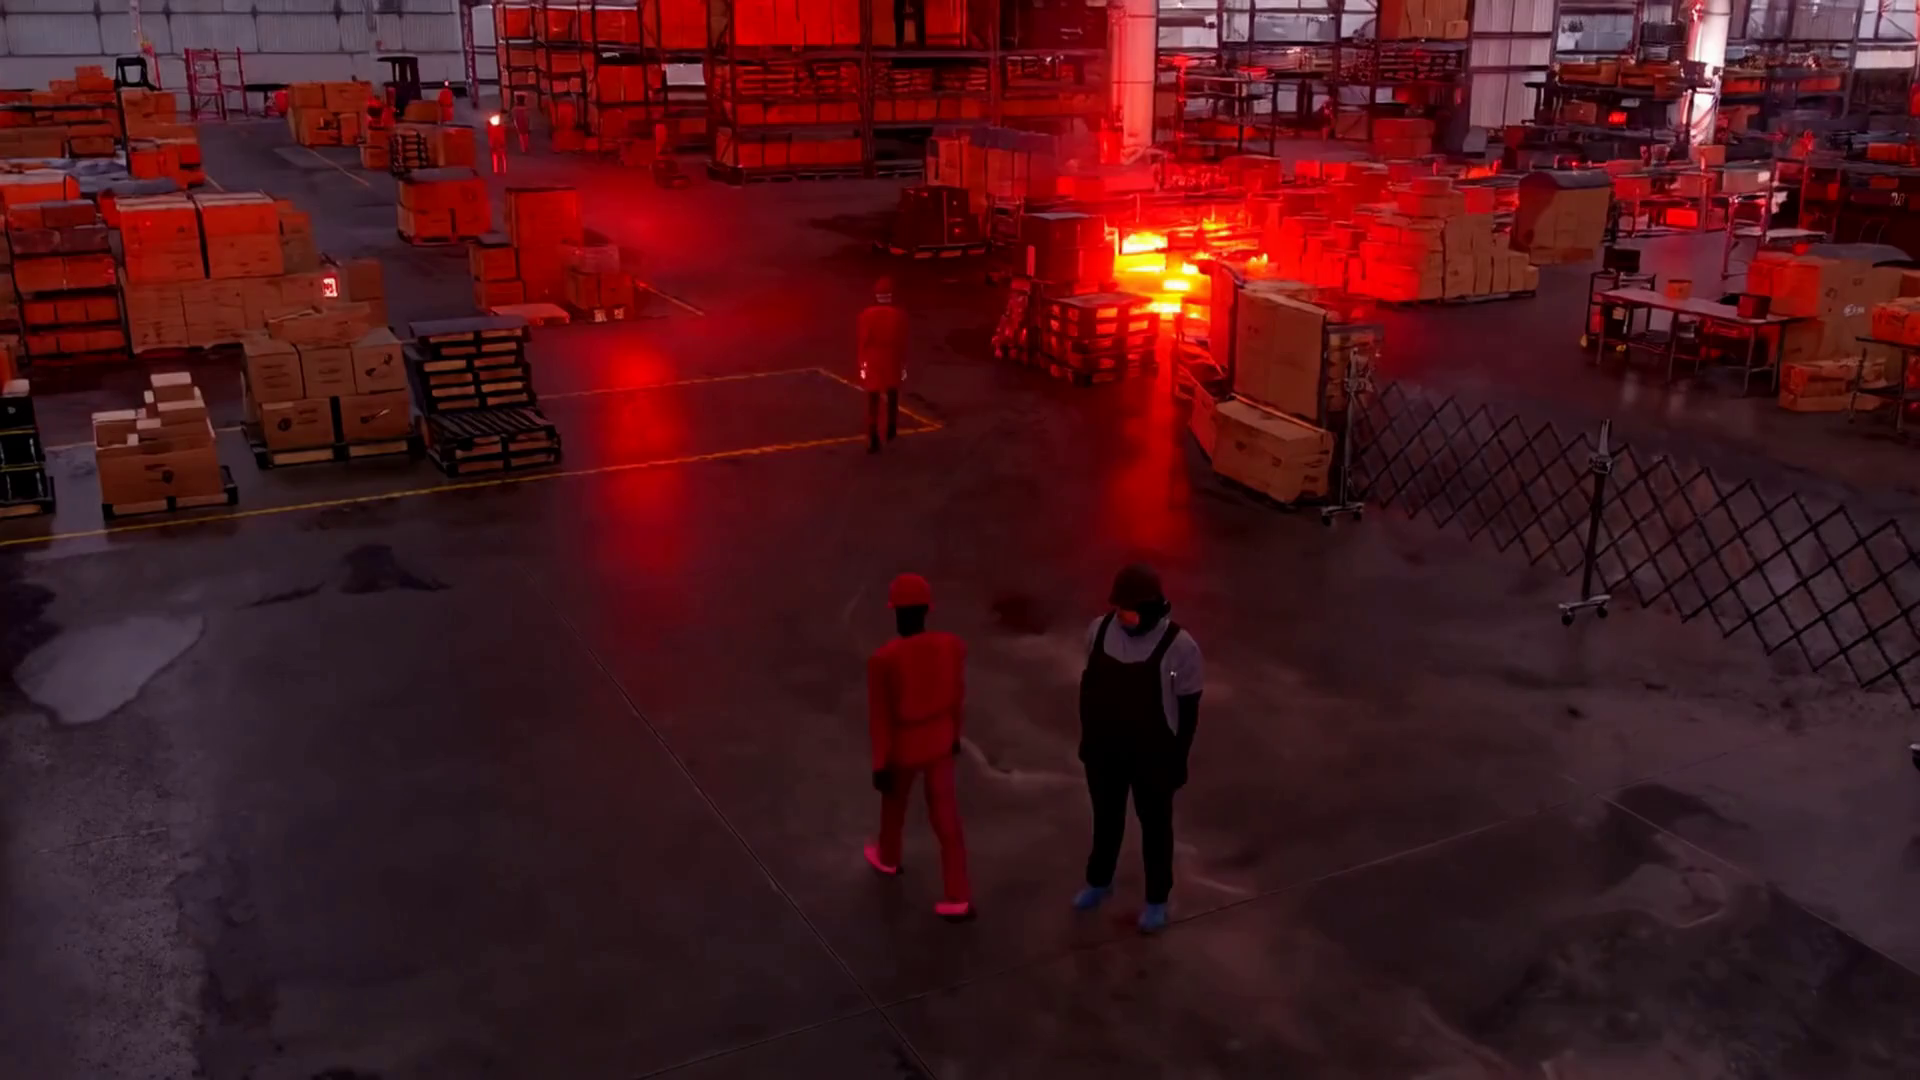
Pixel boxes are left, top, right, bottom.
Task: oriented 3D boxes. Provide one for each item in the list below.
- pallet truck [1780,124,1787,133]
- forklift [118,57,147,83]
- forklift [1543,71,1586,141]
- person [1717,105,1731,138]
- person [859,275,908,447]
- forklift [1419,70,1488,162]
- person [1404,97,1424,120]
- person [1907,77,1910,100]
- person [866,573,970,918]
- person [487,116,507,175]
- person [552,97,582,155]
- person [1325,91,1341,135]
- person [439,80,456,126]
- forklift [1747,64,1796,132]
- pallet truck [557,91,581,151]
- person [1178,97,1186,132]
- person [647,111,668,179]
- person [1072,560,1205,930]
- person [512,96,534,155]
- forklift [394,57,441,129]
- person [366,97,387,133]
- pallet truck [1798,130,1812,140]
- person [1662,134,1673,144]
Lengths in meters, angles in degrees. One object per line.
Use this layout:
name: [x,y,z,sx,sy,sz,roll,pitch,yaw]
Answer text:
pallet truck: [25.206,-12.542,52.601,1.601,1.201,0.680,0,18,-2]
forklift: [-32.934,-17.846,66.470,1.129,2.768,1.873,-9,20,-26]
forklift: [18.685,-13.231,52.085,1.873,2.768,1.129,-9,20,-26]
person: [22.981,-12.251,50.582,0.644,1.909,0.909,-2,18,-7]
person: [-0.864,-1.992,18.610,0.548,1.916,0.796,2,18,7]
forklift: [15.832,-13.522,52.992,1.873,2.768,1.129,-9,20,-26]
person: [15.004,-13.682,55.070,0.639,1.902,0.407,4,18,12]
person: [40.726,-19.076,71.898,0.565,1.886,0.961,-7,19,-21]
person: [-0.212,1.105,9.039,0.597,1.872,1.021,-9,20,-26]
person: [-13.618,-11.620,48.961,0.542,1.699,0.316,-9,20,-27]
person: [-13.180,-13.827,55.560,0.879,1.891,0.663,0,18,1]
person: [13.792,-15.665,61.394,0.810,1.818,0.576,-11,21,-30]
person: [-20.435,-17.384,66.526,0.966,1.946,0.616,10,20,28]
forklift: [29.048,-15.530,59.251,1.129,2.768,1.873,0,18,2]
pallet truck: [-13.495,-14.412,57.188,0.823,1.965,1.885,-3,18,-9]
person: [8.275,-15.754,62.028,0.504,1.586,0.856,-13,22,-36]
person: [-8.632,-11.214,47.354,0.810,1.908,0.579,-13,22,-35]
person: [0.898,1.079,8.824,0.688,2.000,0.538,11,21,30]
person: [-14.592,-13.868,55.605,0.626,1.911,1.001,-8,20,-24]
forklift: [-22.181,-18.076,67.189,1.873,2.768,1.129,5,19,17]
person: [-19.449,-13.802,55.444,0.658,1.898,0.561,-14,22,-36]
pallet truck: [25.526,-11.556,49.408,1.630,1.274,0.653,-9,20,-26]
person: [20.698,-11.509,48.622,0.448,1.686,0.548,4,18,13]
